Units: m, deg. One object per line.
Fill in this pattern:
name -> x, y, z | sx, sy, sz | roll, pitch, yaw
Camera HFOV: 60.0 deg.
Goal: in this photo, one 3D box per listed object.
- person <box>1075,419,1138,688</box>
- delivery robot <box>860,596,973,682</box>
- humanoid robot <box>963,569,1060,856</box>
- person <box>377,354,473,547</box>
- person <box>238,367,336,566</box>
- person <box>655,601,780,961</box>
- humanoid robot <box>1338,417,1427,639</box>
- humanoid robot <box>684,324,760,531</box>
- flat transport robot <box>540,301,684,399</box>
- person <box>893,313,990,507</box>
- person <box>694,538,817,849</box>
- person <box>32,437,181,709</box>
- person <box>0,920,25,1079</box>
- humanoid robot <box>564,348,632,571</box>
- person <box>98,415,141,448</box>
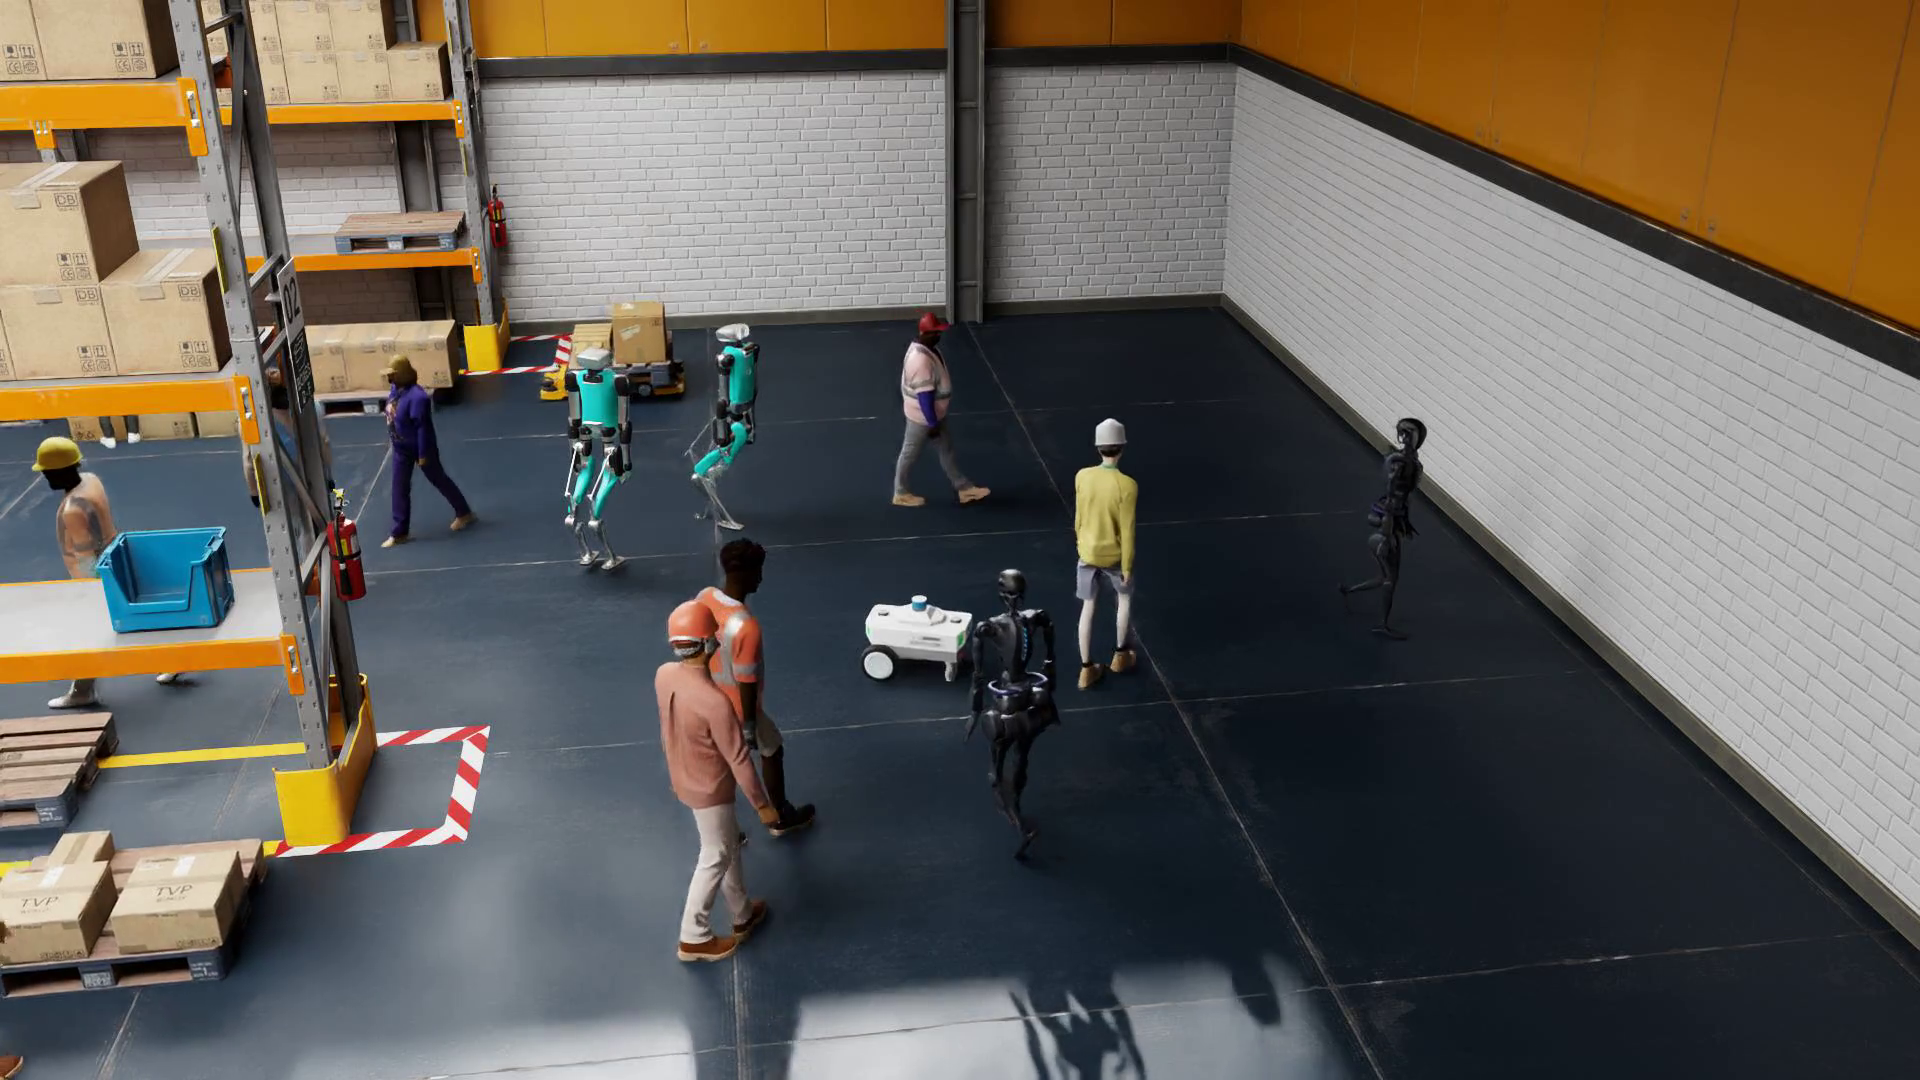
person -> 0.997, 0.071, 11.263 | 0.484, 1.854, 0.694 | 11, 26, 23
delivery robot -> -0.300, 0.664, 11.518 | 0.759, 0.587, 0.525 | 5, 24, 11
humanoid robot -> 0.355, 0.977, 9.419 | 0.610, 1.636, 0.573 | -12, 27, -26
person -> -4.386, -0.754, 13.513 | 0.468, 1.601, 0.812 | 17, 29, 34
person -> -5.014, -0.441, 12.479 | 0.458, 1.822, 0.636 | 19, 30, 37
person -> -1.237, 1.248, 8.443 | 0.601, 1.961, 0.728 | -16, 29, -33
humanoid robot -> 3.009, -0.112, 11.909 | 0.581, 1.633, 0.606 | 13, 27, 27
humanoid robot -> -2.029, -0.878, 13.698 | 0.767, 1.891, 0.552 | 10, 26, 22
flat transport robot -> -3.578, -1.664, 17.188 | 1.431, 0.231, 0.659 | -3, 24, -7
person -> -0.178, -1.068, 14.030 | 0.895, 1.708, 0.626 | 4, 24, 10
person -> -1.175, 0.863, 9.368 | 0.867, 1.919, 0.599 | -21, 31, -39
person -> -5.675, 0.196, 10.923 | 0.848, 1.897, 0.602 | -4, 24, -8
person -> -4.683, 1.658, 7.540 | 0.735, 1.943, 0.487 | 9, 25, 19
humanoid robot -> -2.839, -0.573, 12.762 | 0.530, 1.701, 0.735 | 6, 24, 14
person -> -7.968, -1.769, 15.448 | 0.564, 1.863, 0.320 | -10, 26, -22
